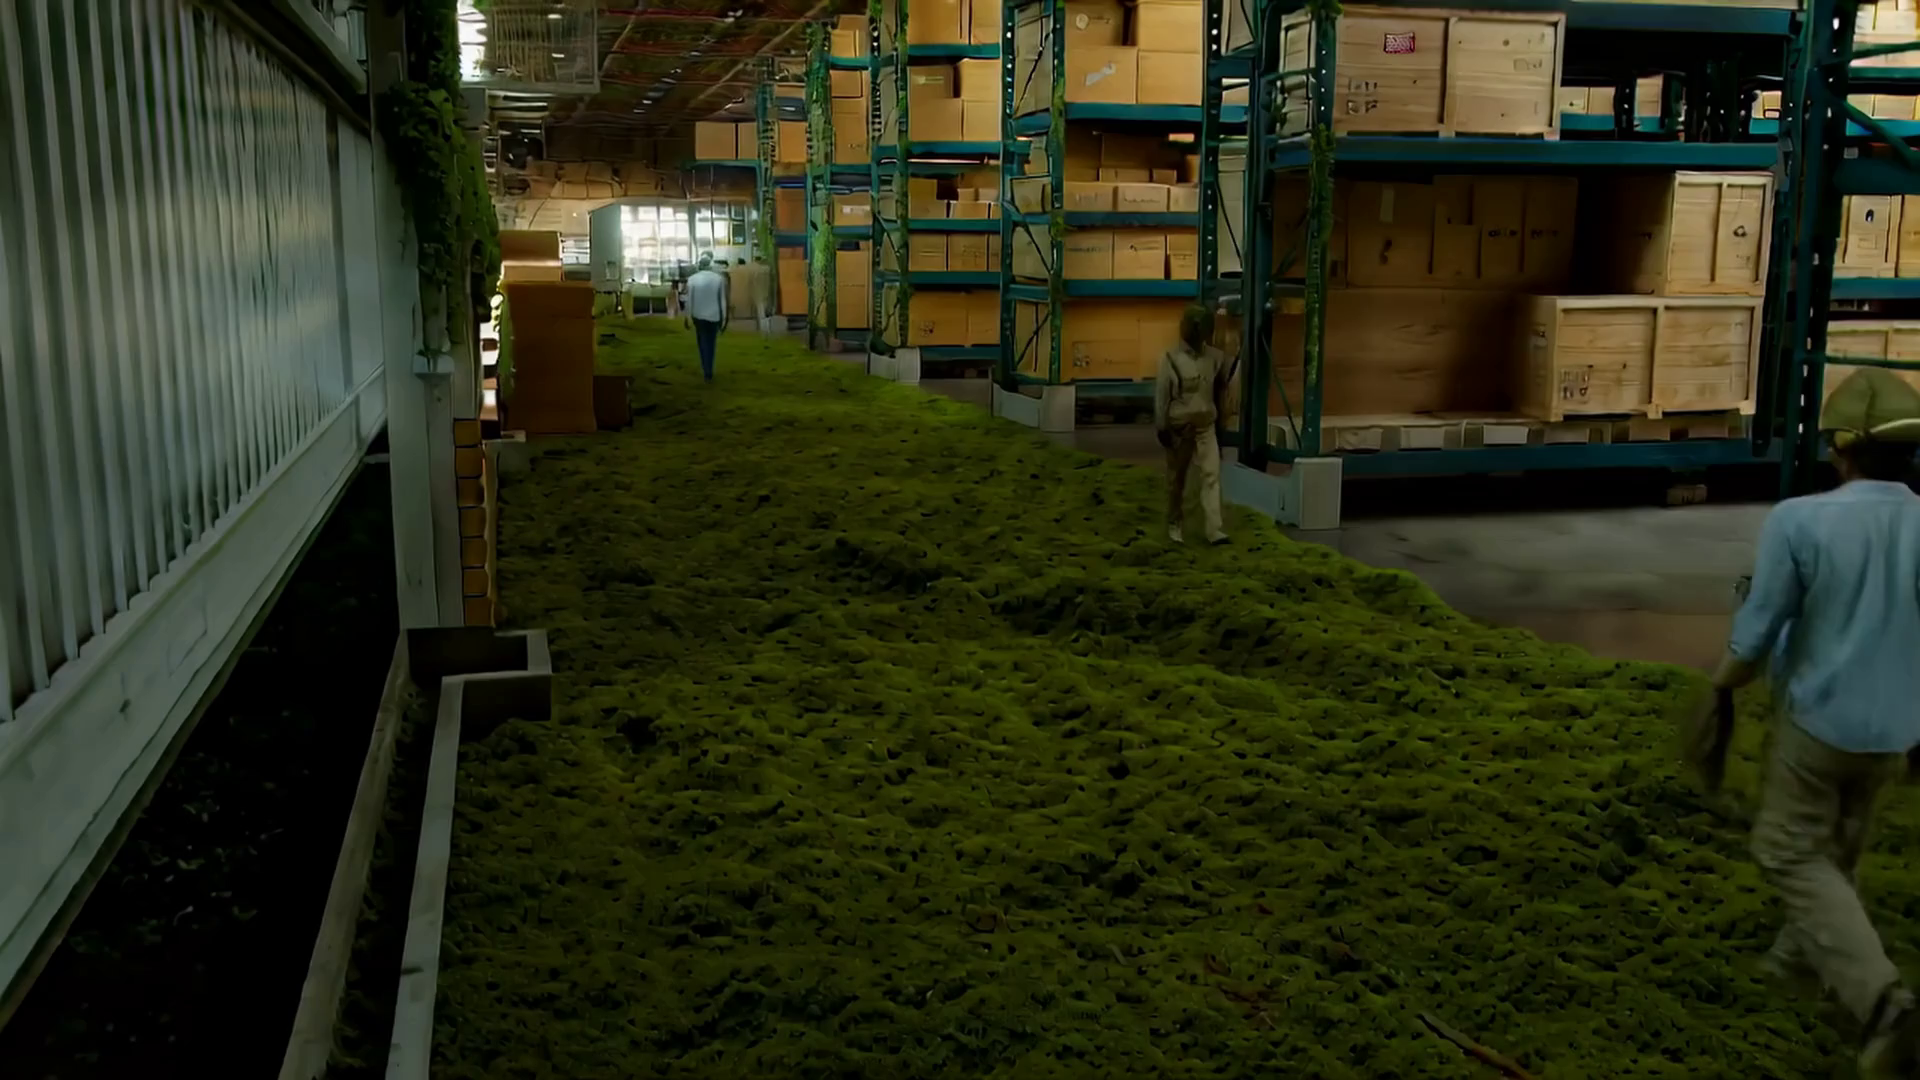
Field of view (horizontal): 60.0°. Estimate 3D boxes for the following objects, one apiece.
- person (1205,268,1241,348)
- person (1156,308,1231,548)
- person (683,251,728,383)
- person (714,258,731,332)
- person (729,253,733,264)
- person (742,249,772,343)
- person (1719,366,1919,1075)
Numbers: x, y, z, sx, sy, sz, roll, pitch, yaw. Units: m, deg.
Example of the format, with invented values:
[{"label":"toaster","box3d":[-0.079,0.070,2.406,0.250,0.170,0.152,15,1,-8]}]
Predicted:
[{"label":"person","box3d":[2.762,-2.032,17.831,0.446,1.831,0.635,-3,11,-18]},{"label":"person","box3d":[1.565,-0.739,11.159,0.533,1.599,0.819,-2,10,-10]},{"label":"person","box3d":[-3.828,-3.344,24.942,0.628,1.939,1.004,-4,11,-21]},{"label":"person","box3d":[-5.646,-5.783,39.336,0.606,1.730,0.404,6,12,30]},{"label":"person","box3d":[-8.405,-9.731,61.522,0.916,1.802,0.596,-3,11,-19]},{"label":"person","box3d":[-4.223,-5.079,34.701,0.628,1.980,0.592,-4,11,-22]},{"label":"person","box3d":[2.260,0.430,4.199,0.565,1.730,0.755,-2,10,-9]}]
